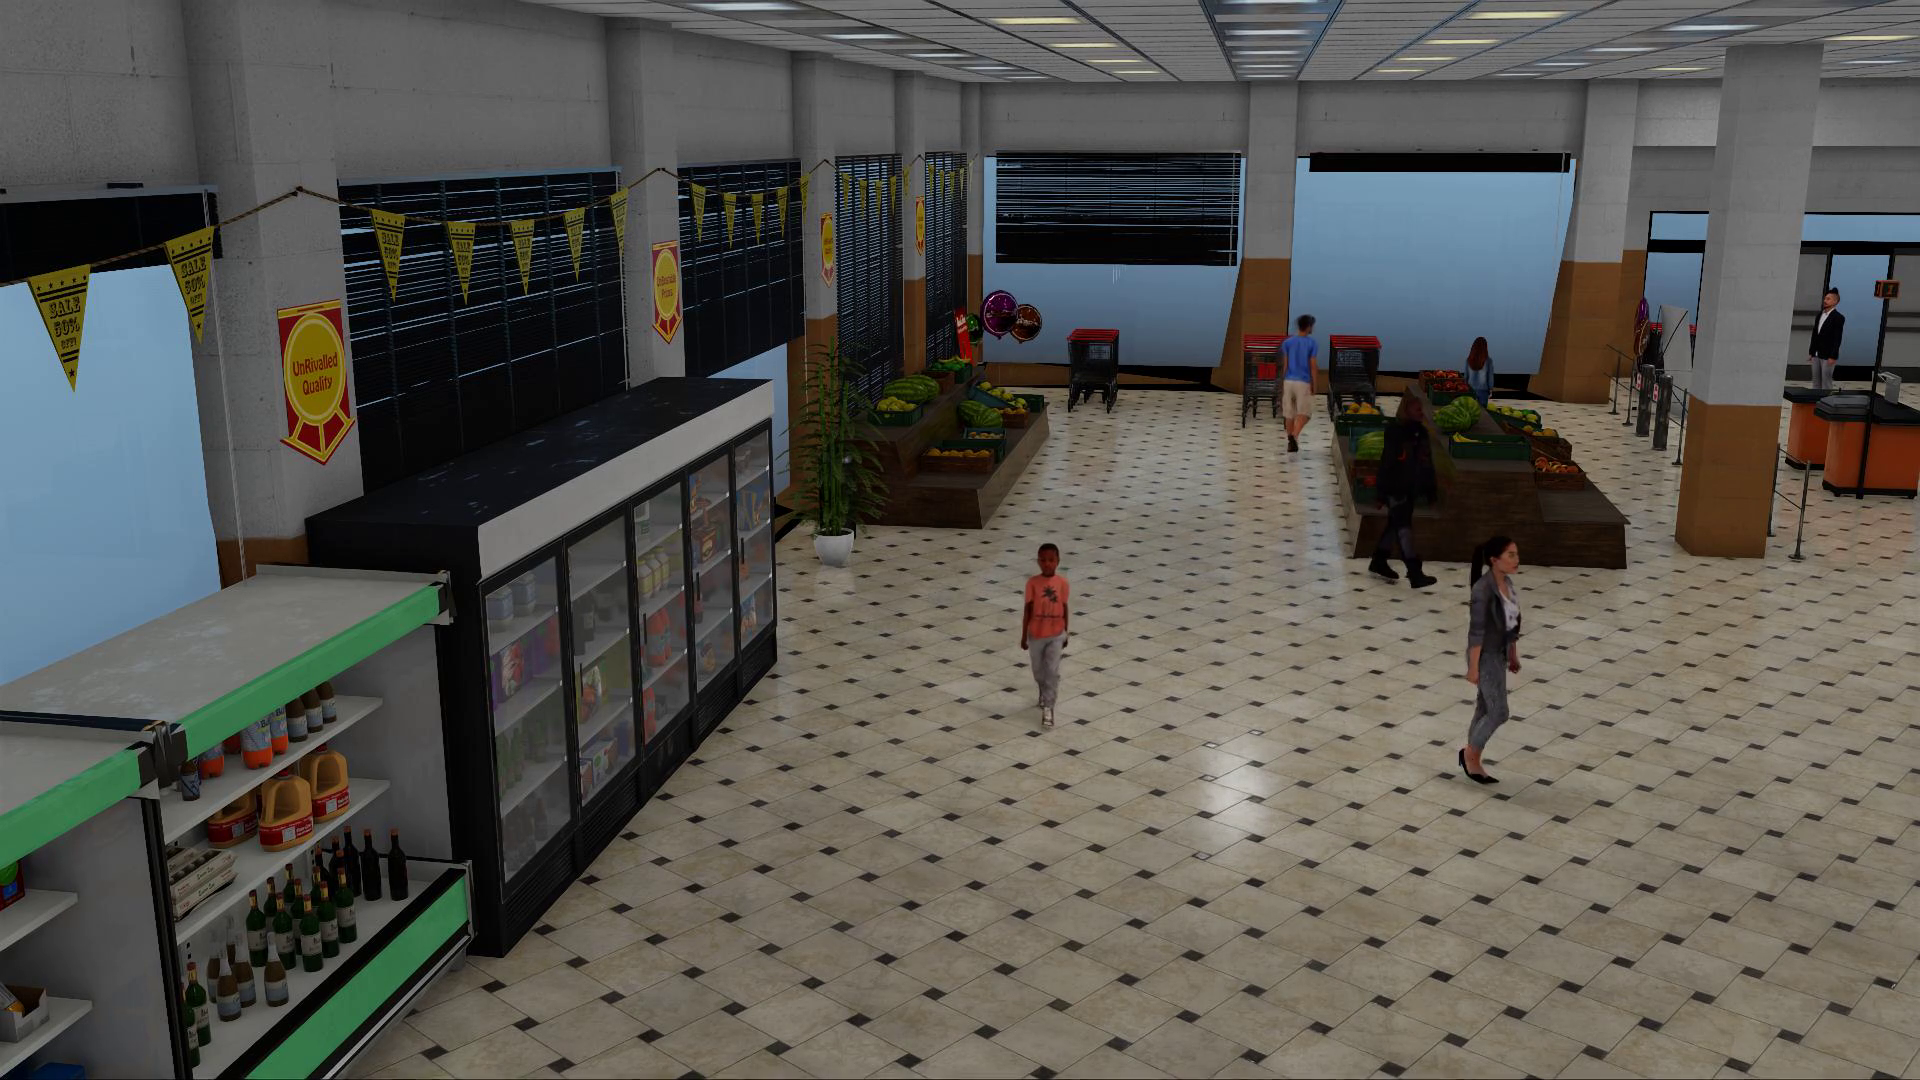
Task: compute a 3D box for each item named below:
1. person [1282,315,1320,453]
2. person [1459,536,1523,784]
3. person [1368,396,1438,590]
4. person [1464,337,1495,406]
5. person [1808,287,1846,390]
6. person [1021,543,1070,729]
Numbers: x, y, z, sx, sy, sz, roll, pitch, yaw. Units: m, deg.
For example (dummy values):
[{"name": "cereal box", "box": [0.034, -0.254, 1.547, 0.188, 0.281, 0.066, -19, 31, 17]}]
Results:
[{"name": "person", "box": [4.481, -2.049, 22.089, 0.834, 1.841, 1.062, 6, 15, 24]}, {"name": "person", "box": [3.363, 0.774, 10.818, 0.767, 1.668, 0.659, 10, 17, 37]}, {"name": "person", "box": [4.095, -0.460, 15.657, 1.182, 1.785, 1.281, -8, 16, -30]}, {"name": "person", "box": [7.118, -2.055, 22.894, 0.613, 1.474, 0.587, 8, 16, 29]}, {"name": "person", "box": [13.090, -2.846, 25.146, 0.845, 1.950, 0.690, -3, 14, -13]}, {"name": "person", "box": [0.621, 0.653, 12.113, 0.524, 1.293, 0.910, 1, 14, 6]}]
